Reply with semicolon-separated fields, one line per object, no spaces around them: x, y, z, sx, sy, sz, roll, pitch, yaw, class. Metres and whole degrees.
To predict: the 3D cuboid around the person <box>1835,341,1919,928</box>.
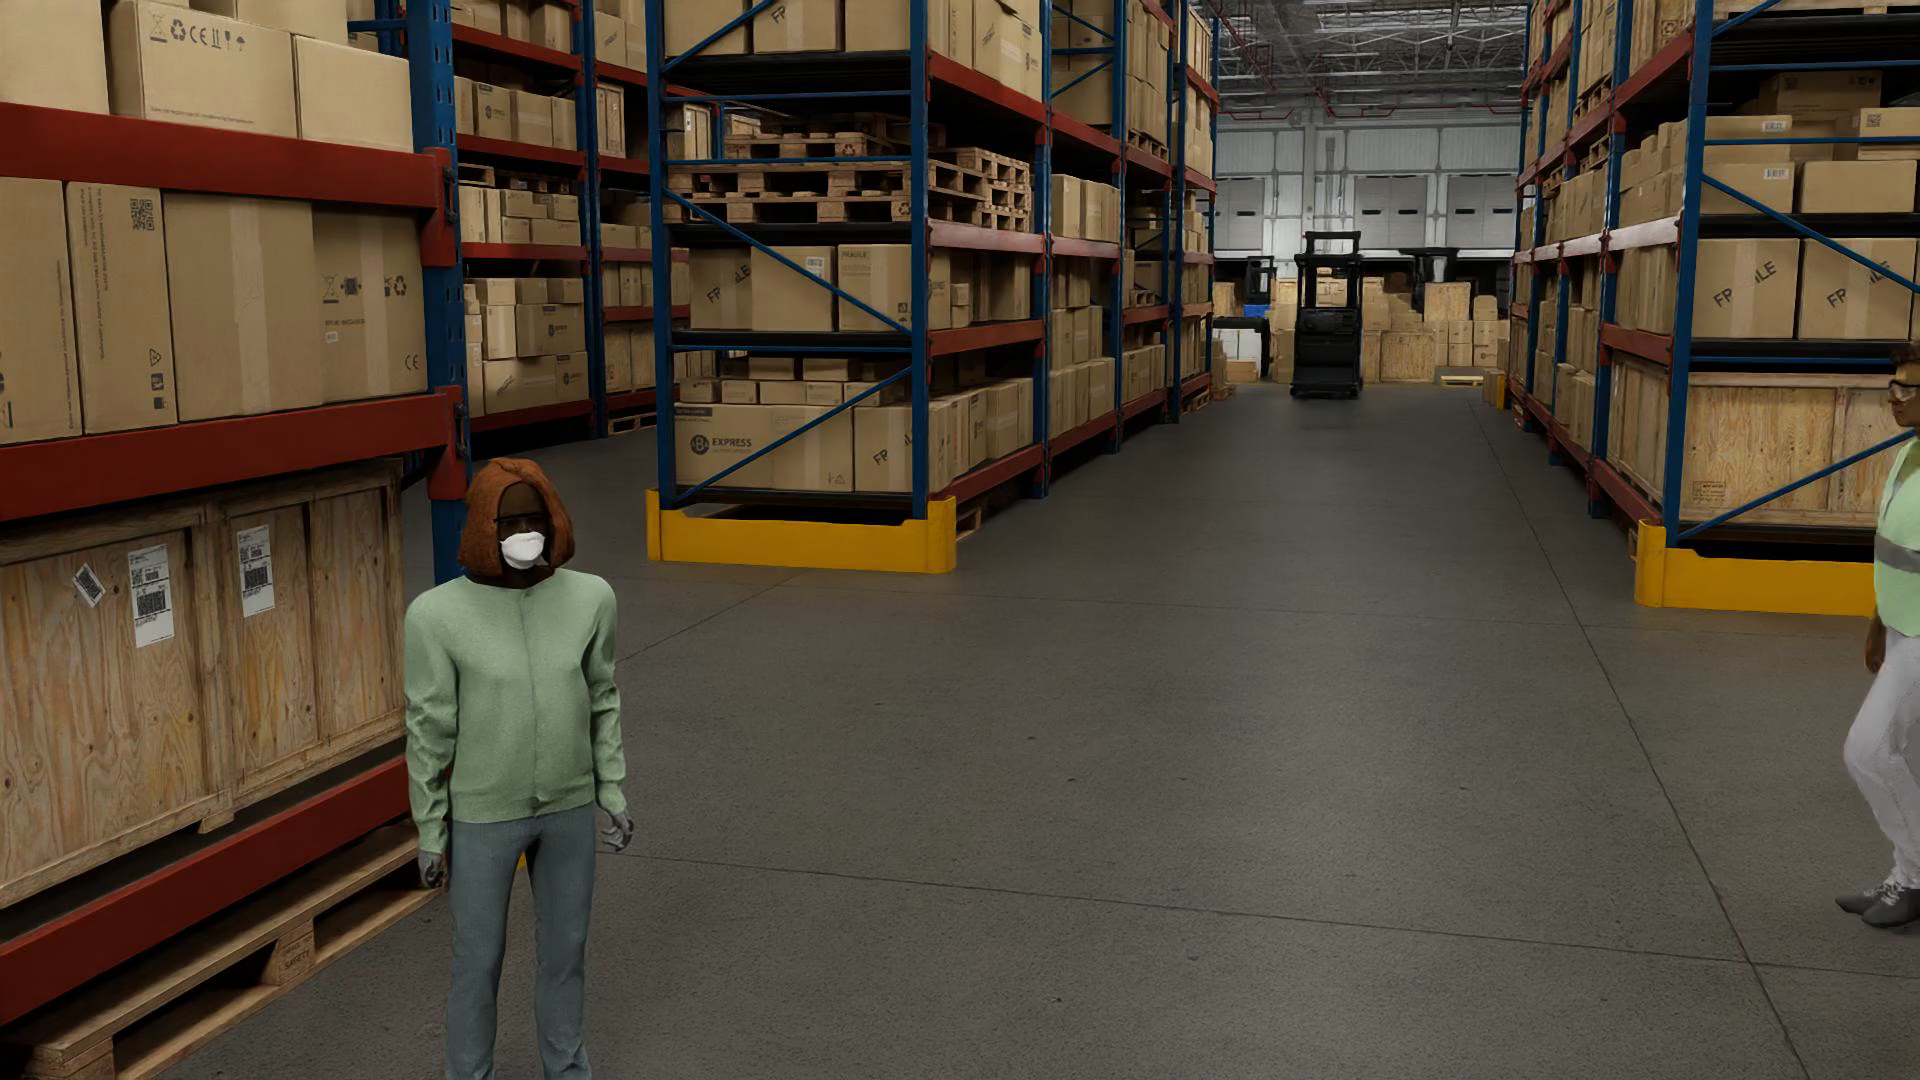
2.958;0.304;5.141;0.471;1.832;0.594;2;9;15;person

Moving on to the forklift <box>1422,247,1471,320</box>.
12.581;-6.282;43.685;1.873;2.768;1.129;-6;11;-34;forklift

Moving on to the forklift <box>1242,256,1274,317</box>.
10.671;-8.733;59.254;1.129;2.768;1.873;2;9;15;forklift

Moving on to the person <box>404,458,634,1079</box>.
-0.984;0.624;3.754;0.508;1.632;0.265;-7;11;-37;person

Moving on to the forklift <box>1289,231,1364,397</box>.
6.386;-3.911;28.621;1.129;2.768;1.873;3;9;18;forklift

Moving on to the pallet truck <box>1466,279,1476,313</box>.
18.896;-8.459;60.307;1.885;1.965;0.823;5;10;31;pallet truck
